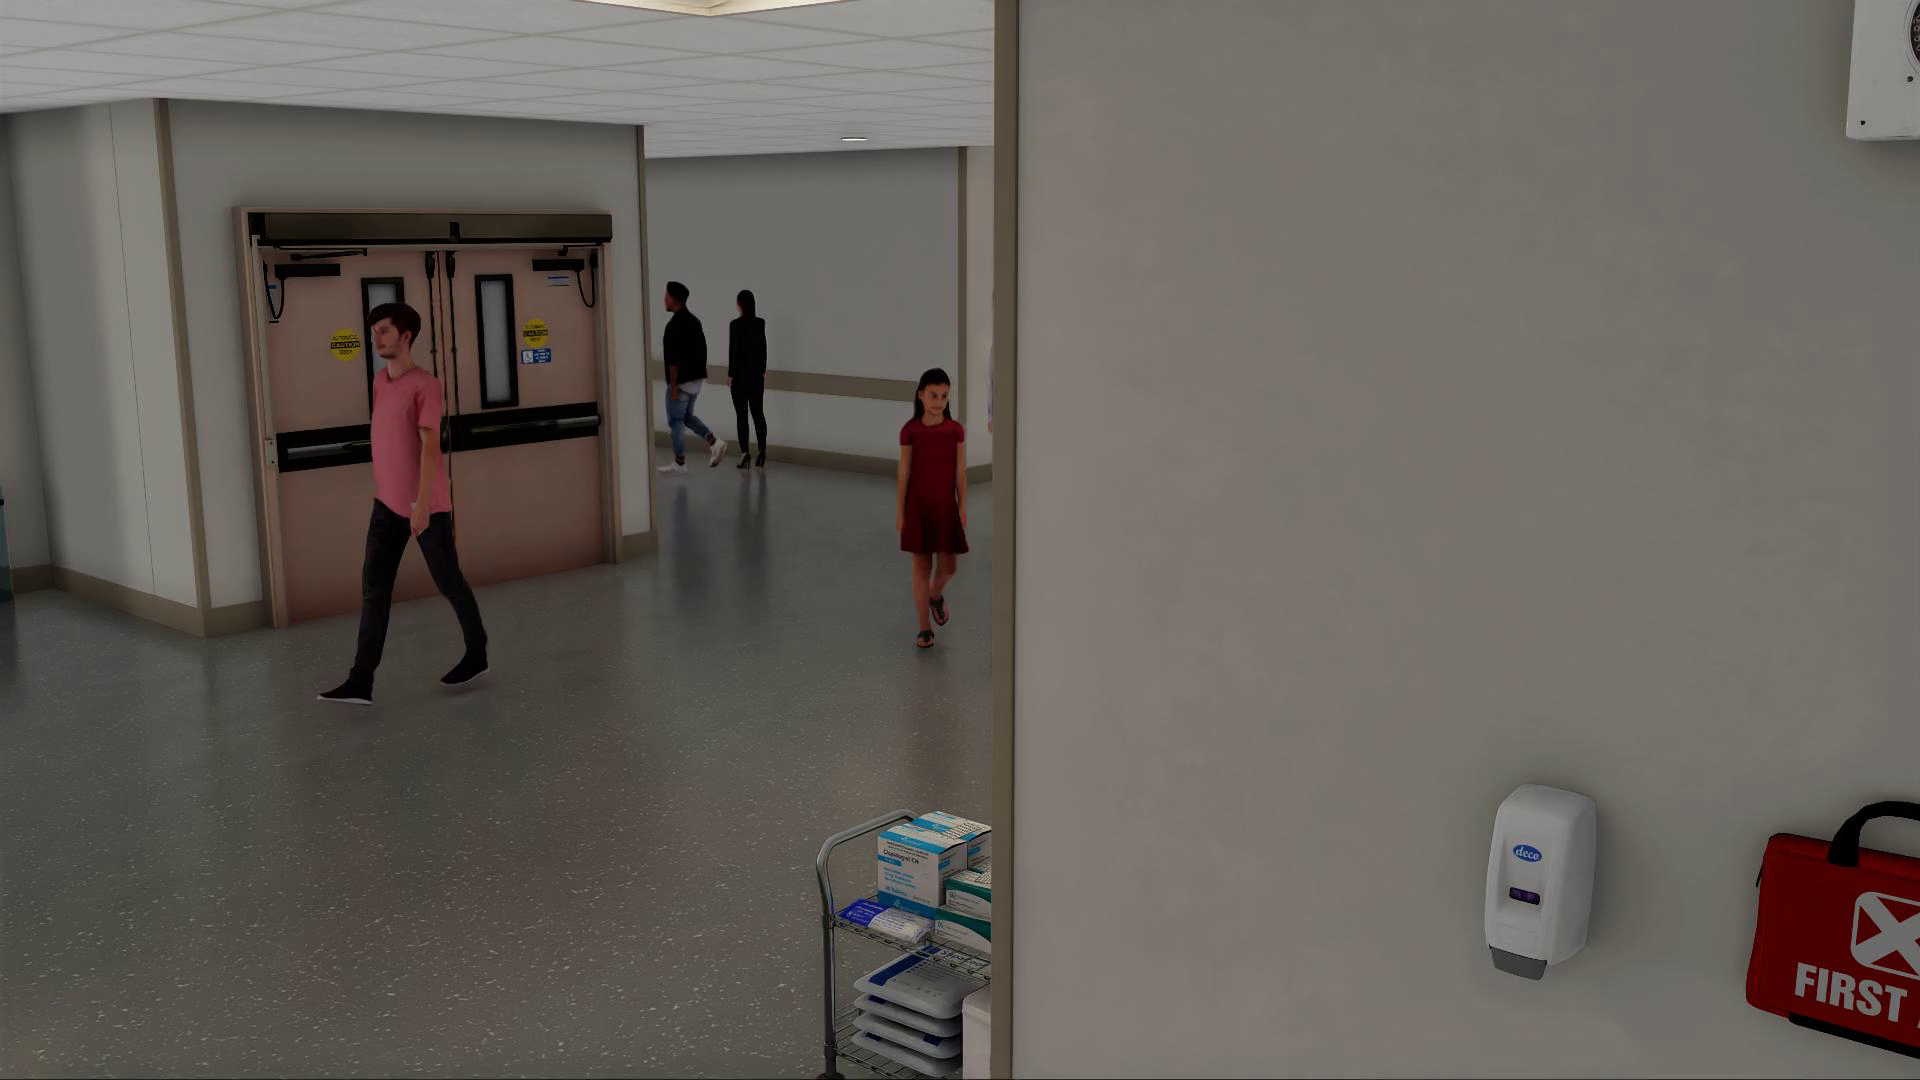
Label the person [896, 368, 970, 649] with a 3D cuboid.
[{"bbox_3d":[-0.159,-0.189,9.286,0.821,1.536,0.867,-1,11,-6],"label":"person"}]

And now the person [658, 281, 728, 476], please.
[{"bbox_3d":[-2.487,-1.496,15.491,0.942,1.792,0.948,3,11,17],"label":"person"}]

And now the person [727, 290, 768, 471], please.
[{"bbox_3d":[-2.041,-1.545,15.967,0.465,1.711,0.669,-9,14,-40],"label":"person"}]

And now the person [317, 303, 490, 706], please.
[{"bbox_3d":[-2.584,-0.153,8.116,0.791,1.903,1.249,6,12,30],"label":"person"}]
